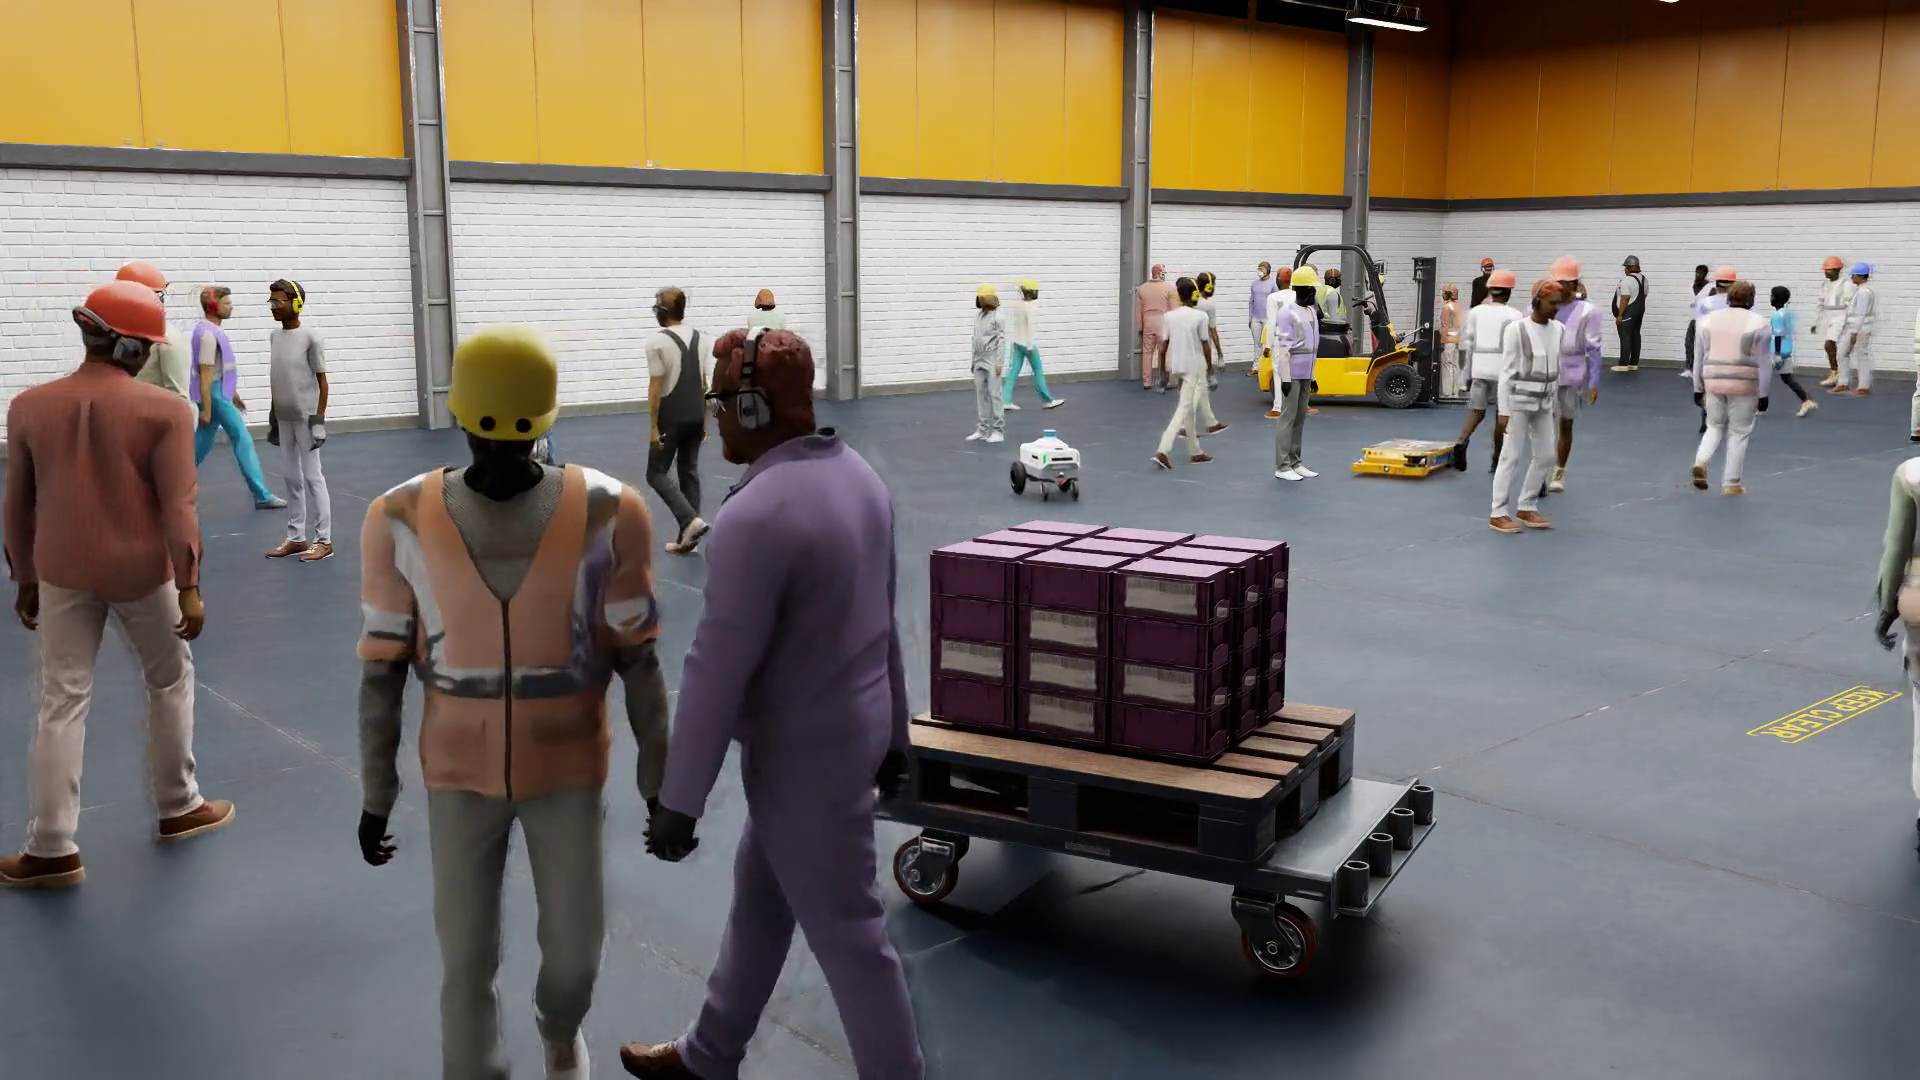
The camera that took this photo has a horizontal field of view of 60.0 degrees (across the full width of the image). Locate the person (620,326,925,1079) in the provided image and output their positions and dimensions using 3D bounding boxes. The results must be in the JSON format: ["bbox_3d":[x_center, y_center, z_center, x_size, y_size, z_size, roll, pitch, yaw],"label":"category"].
[{"bbox_3d":[-0.458,0.469,3.683,0.942,1.862,0.661,3,10,15],"label":"person"}]

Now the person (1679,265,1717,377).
[{"bbox_3d":[12.291,-3.612,27.568,0.721,1.872,0.610,-4,11,-23],"label":"person"}]

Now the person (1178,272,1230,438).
[{"bbox_3d":[2.769,-2.057,18.575,0.797,1.833,0.556,-5,11,-27],"label":"person"}]

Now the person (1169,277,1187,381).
[{"bbox_3d":[3.576,-3.391,26.828,0.529,1.690,0.321,4,11,23],"label":"person"}]

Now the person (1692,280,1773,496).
[{"bbox_3d":[6.466,-1.264,13.972,0.526,1.826,0.647,-8,13,-40],"label":"person"}]

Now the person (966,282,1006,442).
[{"bbox_3d":[0.287,-1.941,18.170,0.313,1.742,0.491,-8,13,-39],"label":"person"}]

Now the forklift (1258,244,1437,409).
[{"bbox_3d":[5.256,-2.933,22.661,2.313,2.155,1.214,3,10,16],"label":"forklift"}]

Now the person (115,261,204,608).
[{"bbox_3d":[-4.575,-0.577,9.450,0.612,1.995,0.377,8,13,40],"label":"person"}]

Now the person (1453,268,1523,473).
[{"bbox_3d":[4.882,-1.542,15.344,0.549,1.915,0.747,9,13,42],"label":"person"}]

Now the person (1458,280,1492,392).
[{"bbox_3d":[7.832,-3.030,24.637,0.945,1.714,0.539,0,10,0],"label":"person"}]

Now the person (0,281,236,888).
[{"bbox_3d":[-2.842,0.129,5.506,0.663,1.943,0.709,-1,10,-7],"label":"person"}]

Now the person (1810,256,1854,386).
[{"bbox_3d":[13.502,-3.365,25.721,0.640,2.012,0.693,-2,10,-10],"label":"person"}]

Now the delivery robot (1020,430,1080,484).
[{"bbox_3d":[0.753,-0.686,13.999,0.477,0.478,0.707,-2,9,-14],"label":"delivery robot"}]

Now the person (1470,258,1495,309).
[{"bbox_3d":[9.823,-4.262,31.056,0.610,1.986,0.392,-1,10,-3],"label":"person"}]

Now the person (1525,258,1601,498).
[{"bbox_3d":[5.031,-1.347,13.960,0.634,1.991,1.011,4,10,22],"label":"person"}]

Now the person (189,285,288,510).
[{"bbox_3d":[-5.897,-1.108,13.157,0.978,1.801,0.572,-5,11,-26],"label":"person"}]

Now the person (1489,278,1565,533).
[{"bbox_3d":[4.157,-0.974,12.165,0.614,1.868,0.427,-5,11,-25],"label":"person"}]

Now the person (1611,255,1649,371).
[{"bbox_3d":[11.777,-4.002,29.368,0.673,2.000,0.535,-7,12,-35],"label":"person"}]

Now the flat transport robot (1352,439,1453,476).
[{"bbox_3d":[4.266,-0.795,15.769,0.652,0.197,1.431,6,11,31],"label":"flat transport robot"}]

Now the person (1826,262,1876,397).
[{"bbox_3d":[12.830,-3.021,23.943,0.699,1.924,0.646,4,10,22],"label":"person"}]

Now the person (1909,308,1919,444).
[{"bbox_3d":[10.407,-1.912,17.739,0.404,1.833,0.589,1,10,6],"label":"person"}]

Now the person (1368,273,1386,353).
[{"bbox_3d":[6.391,-3.213,25.556,0.331,1.768,0.526,1,10,7],"label":"person"}]

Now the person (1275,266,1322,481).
[{"bbox_3d":[3.081,-1.509,15.100,0.370,1.929,0.585,7,12,37],"label":"person"}]

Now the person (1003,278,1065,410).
[{"bbox_3d":[0.951,-2.561,21.850,0.882,1.724,0.565,-4,11,-24],"label":"person"}]

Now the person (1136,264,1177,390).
[{"bbox_3d":[2.992,-3.221,25.200,0.643,1.905,0.400,5,11,29],"label":"person"}]

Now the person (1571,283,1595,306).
[{"bbox_3d":[9.553,-3.166,25.751,0.520,1.599,0.792,4,10,20],"label":"person"}]

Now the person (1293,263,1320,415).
[{"bbox_3d":[4.408,-2.580,21.341,0.355,1.937,0.635,-1,10,-7],"label":"person"}]

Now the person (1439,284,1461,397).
[{"bbox_3d":[6.844,-2.754,23.261,0.312,1.632,0.520,7,12,35],"label":"person"}]

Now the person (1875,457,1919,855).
[{"bbox_3d":[3.398,0.265,5.666,0.520,1.606,0.774,9,13,43],"label":"person"}]

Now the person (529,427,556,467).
[{"bbox_3d":[-2.587,-0.417,9.667,0.837,1.603,0.526,3,10,18],"label":"person"}]

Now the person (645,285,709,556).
[{"bbox_3d":[-1.844,-0.775,11.103,0.480,1.835,0.517,9,13,41],"label":"person"}]

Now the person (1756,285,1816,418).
[{"bbox_3d":[10.308,-2.354,20.821,0.837,1.666,0.528,9,13,43],"label":"person"}]

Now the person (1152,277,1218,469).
[{"bbox_3d":[2.146,-1.595,15.938,0.973,1.831,0.513,-9,13,-43],"label":"person"}]

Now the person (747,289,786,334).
[{"bbox_3d":[-2.317,-2.193,19.967,0.498,1.633,0.285,-6,11,-30],"label":"person"}]

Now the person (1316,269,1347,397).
[{"bbox_3d":[5.337,-2.976,23.947,0.429,1.844,0.625,-1,10,-7],"label":"person"}]

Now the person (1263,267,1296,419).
[{"bbox_3d":[4.026,-2.440,20.688,0.575,1.882,0.360,-5,11,-29],"label":"person"}]

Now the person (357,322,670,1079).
[{"bbox_3d":[-0.946,0.480,3.558,0.681,1.891,0.566,-2,10,-9],"label":"person"}]

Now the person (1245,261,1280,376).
[{"bbox_3d":[5.088,-3.696,27.877,0.372,1.940,0.630,-8,13,-41],"label":"person"}]

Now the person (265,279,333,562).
[{"bbox_3d":[-4.419,-0.791,11.065,0.520,1.874,0.327,5,11,28],"label":"person"}]

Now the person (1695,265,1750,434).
[{"bbox_3d":[8.467,-2.092,18.524,0.555,1.918,0.407,3,10,19],"label":"person"}]
